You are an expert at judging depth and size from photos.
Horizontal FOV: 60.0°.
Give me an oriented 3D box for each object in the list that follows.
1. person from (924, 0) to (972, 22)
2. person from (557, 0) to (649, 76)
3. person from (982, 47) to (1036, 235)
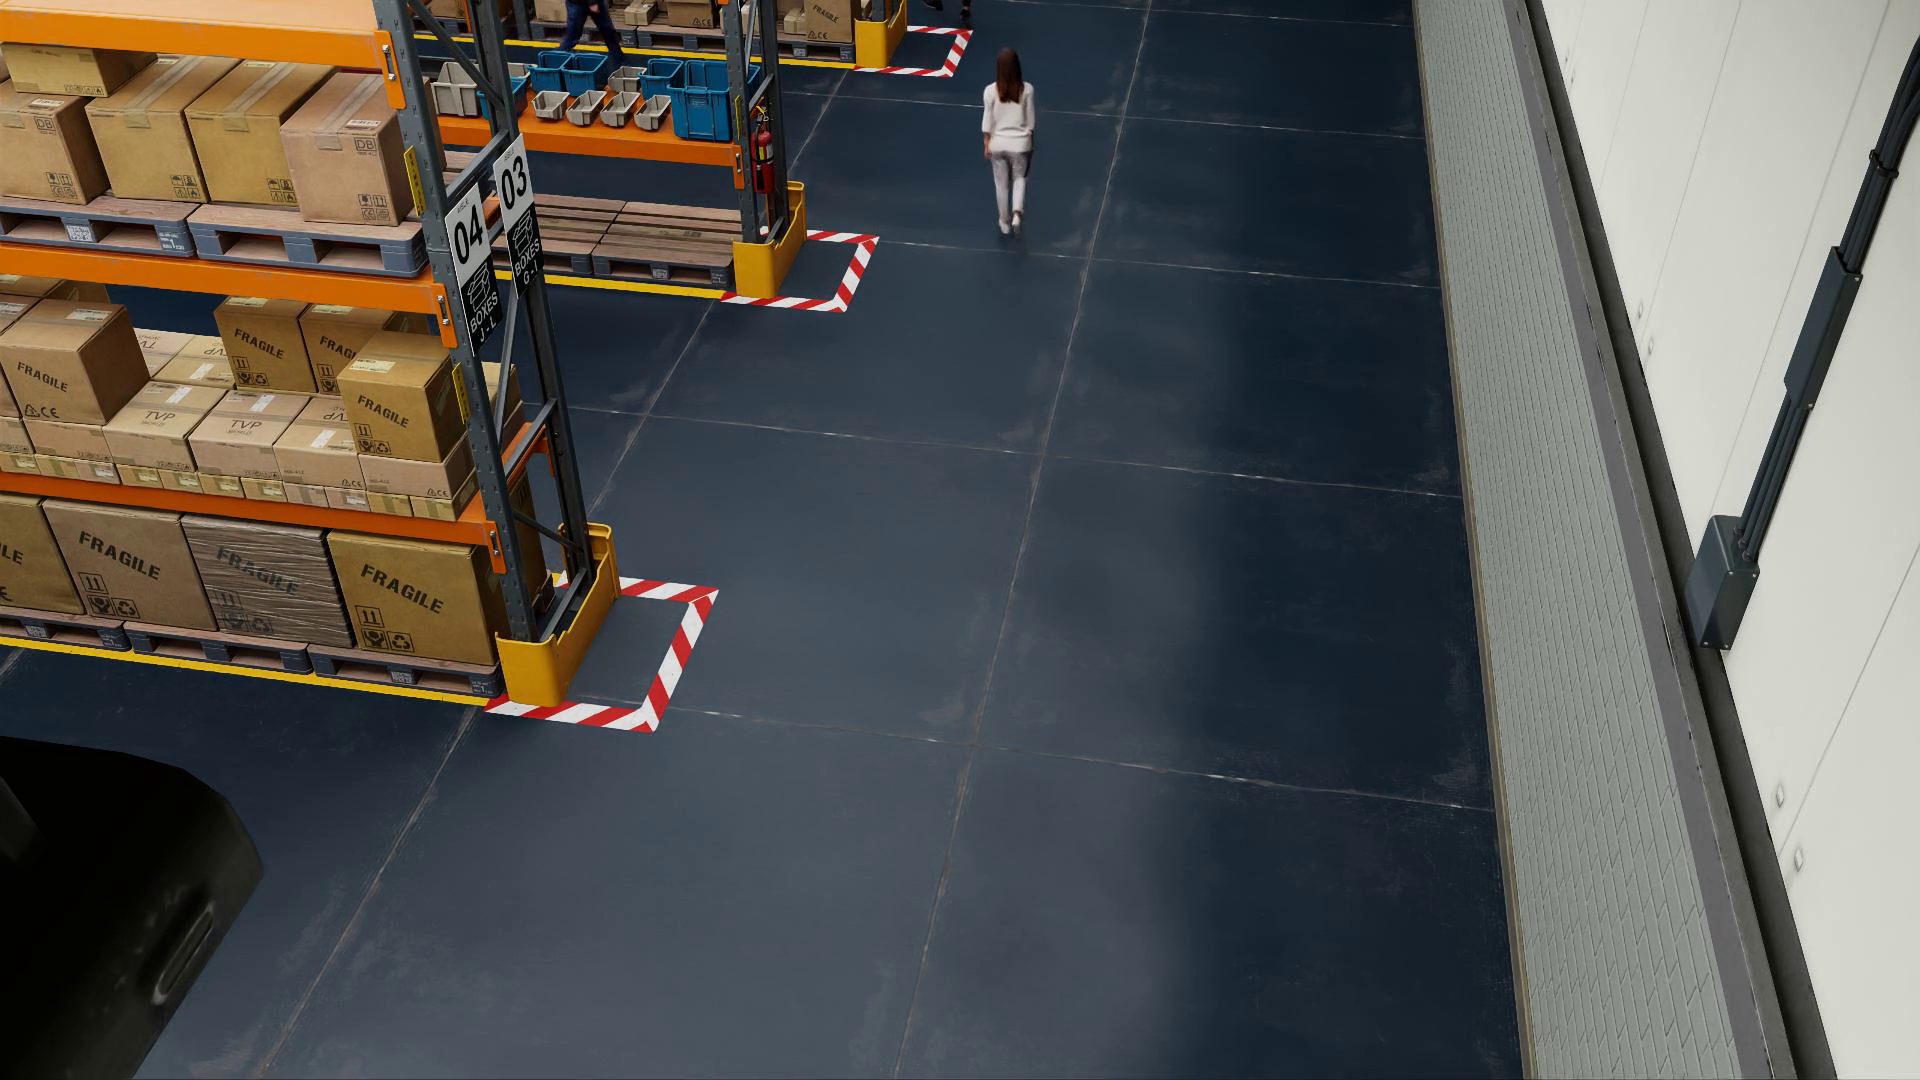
[{"bbox_3d":[-0.082,-6.526,18.262,1.097,1.668,1.117,-20,42,-23],"label":"person"},{"bbox_3d":[-3.880,-5.433,16.733,1.211,1.830,0.700,7,39,9],"label":"person"},{"bbox_3d":[0.438,-3.350,14.191,0.748,1.681,0.767,-1,38,-1],"label":"person"}]
